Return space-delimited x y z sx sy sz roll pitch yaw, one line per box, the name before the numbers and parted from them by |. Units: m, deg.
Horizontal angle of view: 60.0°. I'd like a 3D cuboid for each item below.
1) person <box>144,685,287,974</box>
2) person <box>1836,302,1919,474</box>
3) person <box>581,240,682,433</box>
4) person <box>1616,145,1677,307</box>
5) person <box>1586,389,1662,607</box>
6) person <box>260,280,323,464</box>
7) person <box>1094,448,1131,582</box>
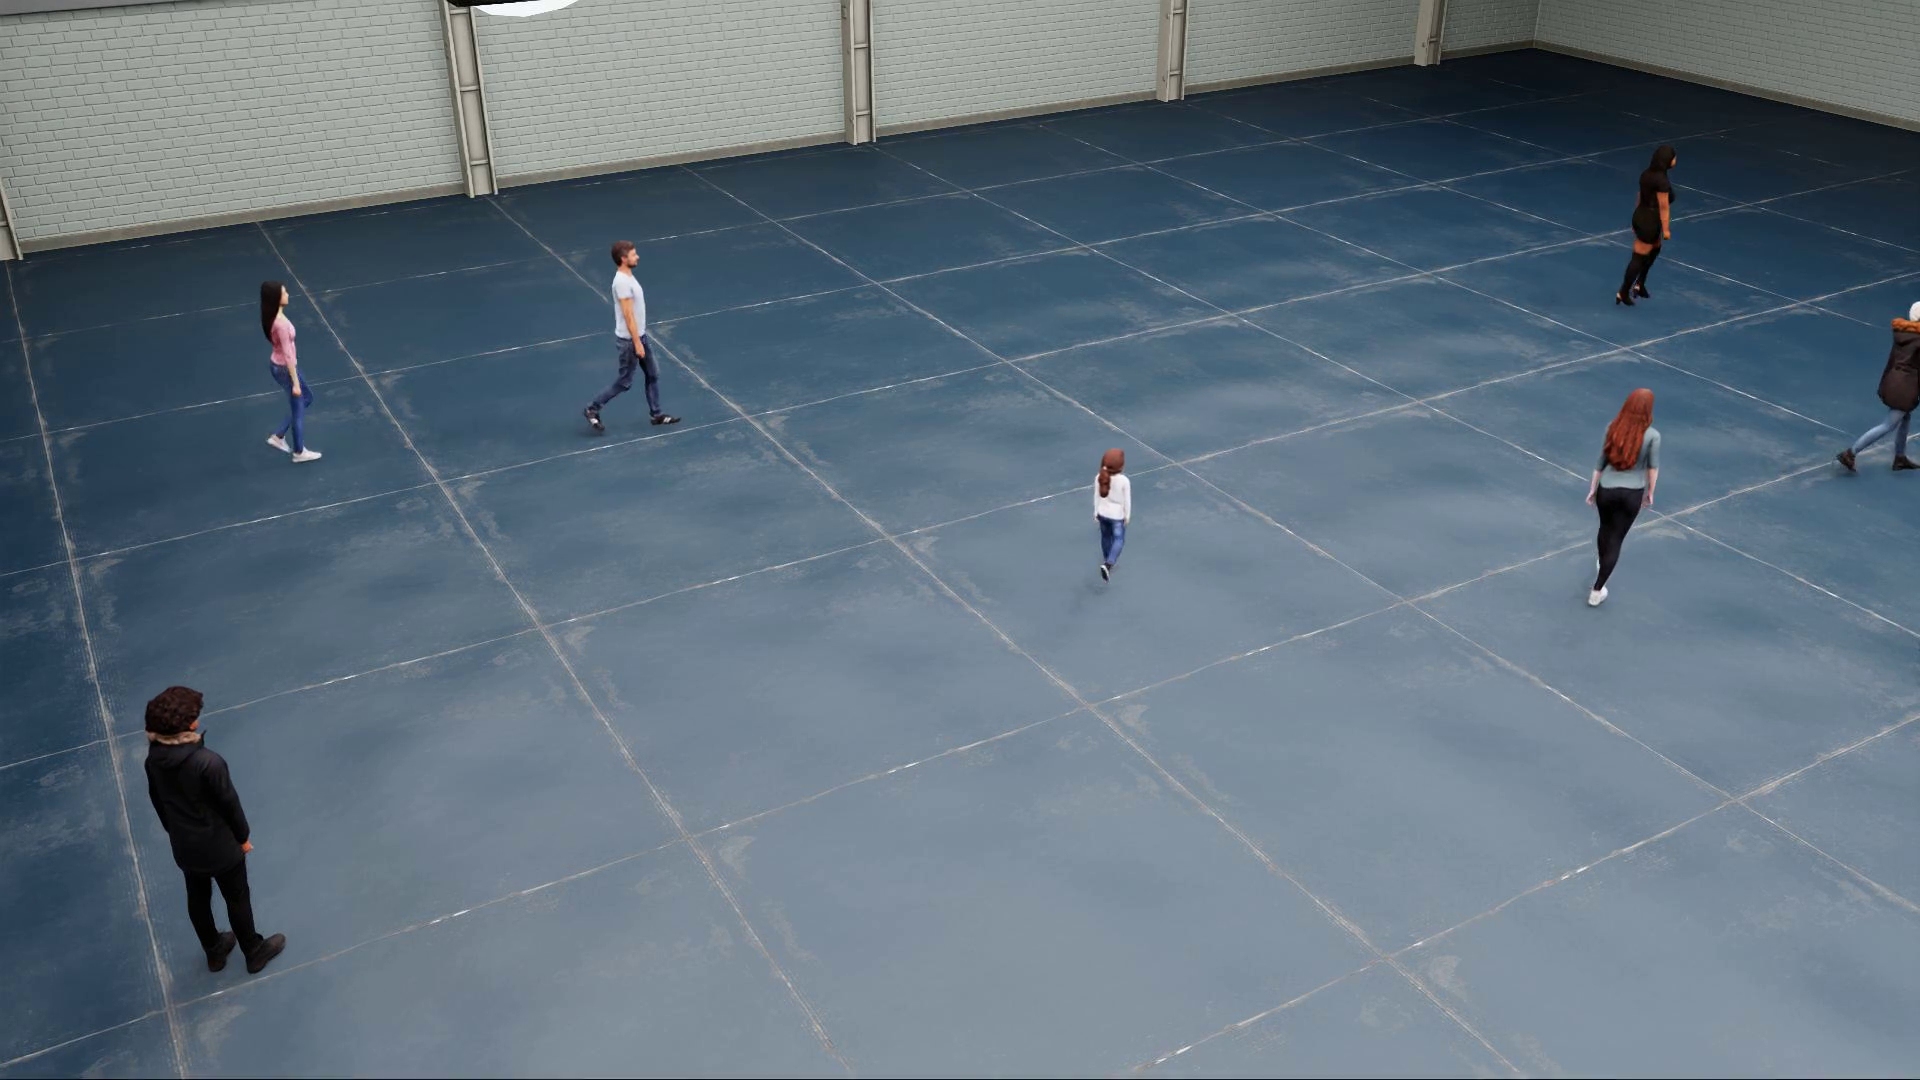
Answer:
person | -4.061 1.583 8.943 0.709 1.777 0.787 4 28 8
person | 8.294 -1.315 14.757 1.135 1.607 0.957 1 27 1
person | -3.173 -1.867 15.578 1.232 1.836 0.982 -1 27 -2
person | 7.685 -3.527 18.803 0.846 1.837 0.794 1 27 1
person | 4.998 -0.290 12.648 0.884 1.715 1.046 15 31 27
person | -6.143 -1.498 14.975 0.686 1.732 0.586 -14 30 -26
person | 1.186 -0.200 13.146 0.665 1.100 0.770 11 29 21
